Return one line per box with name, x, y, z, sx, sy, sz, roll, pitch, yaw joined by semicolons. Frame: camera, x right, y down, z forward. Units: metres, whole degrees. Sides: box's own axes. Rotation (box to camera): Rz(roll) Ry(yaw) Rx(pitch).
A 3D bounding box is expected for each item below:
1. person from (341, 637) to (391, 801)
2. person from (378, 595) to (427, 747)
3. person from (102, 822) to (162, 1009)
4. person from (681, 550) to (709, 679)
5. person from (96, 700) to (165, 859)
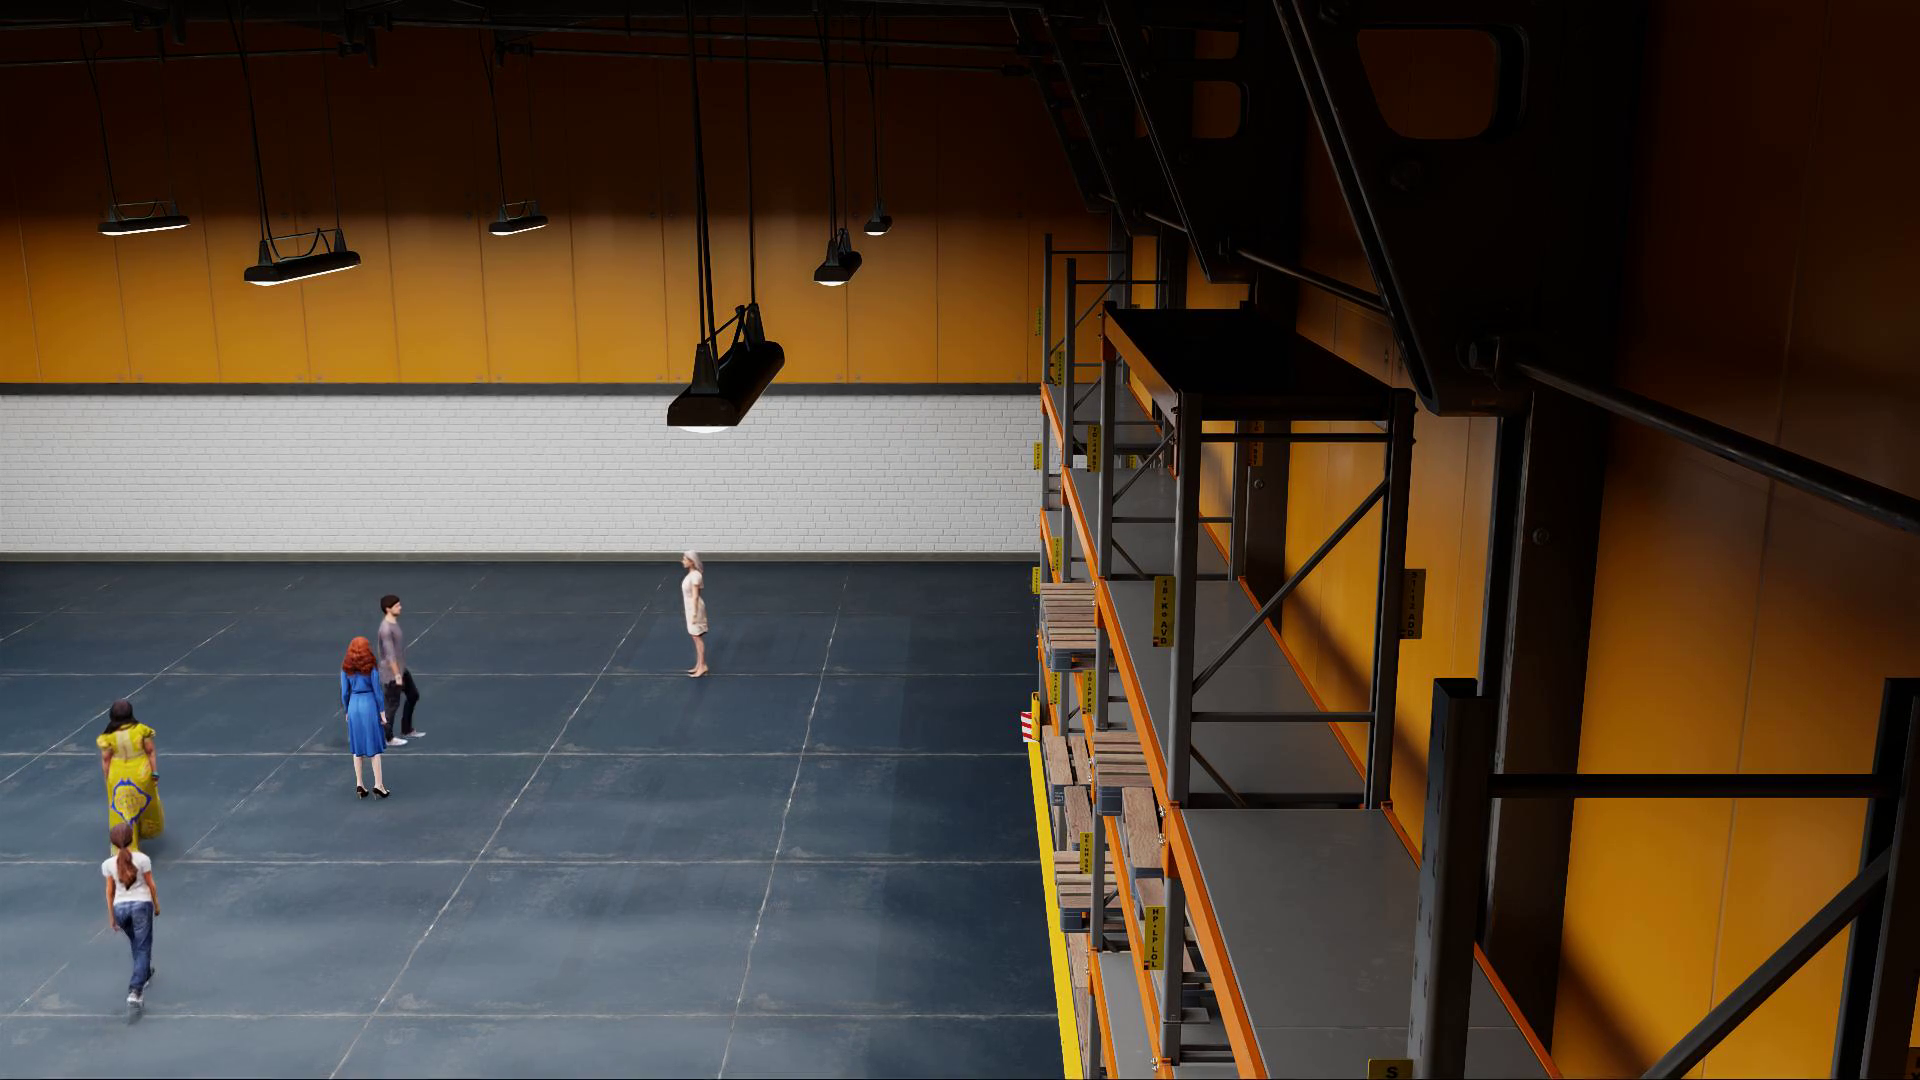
person;-6.484;1.938;18.096;0.654;1.827;0.620;2;14;9
person;-6.788;1.551;19.681;0.819;1.834;0.706;-2;14;-10
person;-6.879;3.122;13.828;0.618;1.535;1.065;-2;14;-7
person;-3.532;0.979;22.258;0.710;1.734;0.568;-4;14;-15
person;-8.236;2.432;16.534;1.132;1.604;1.439;-7;15;-27
